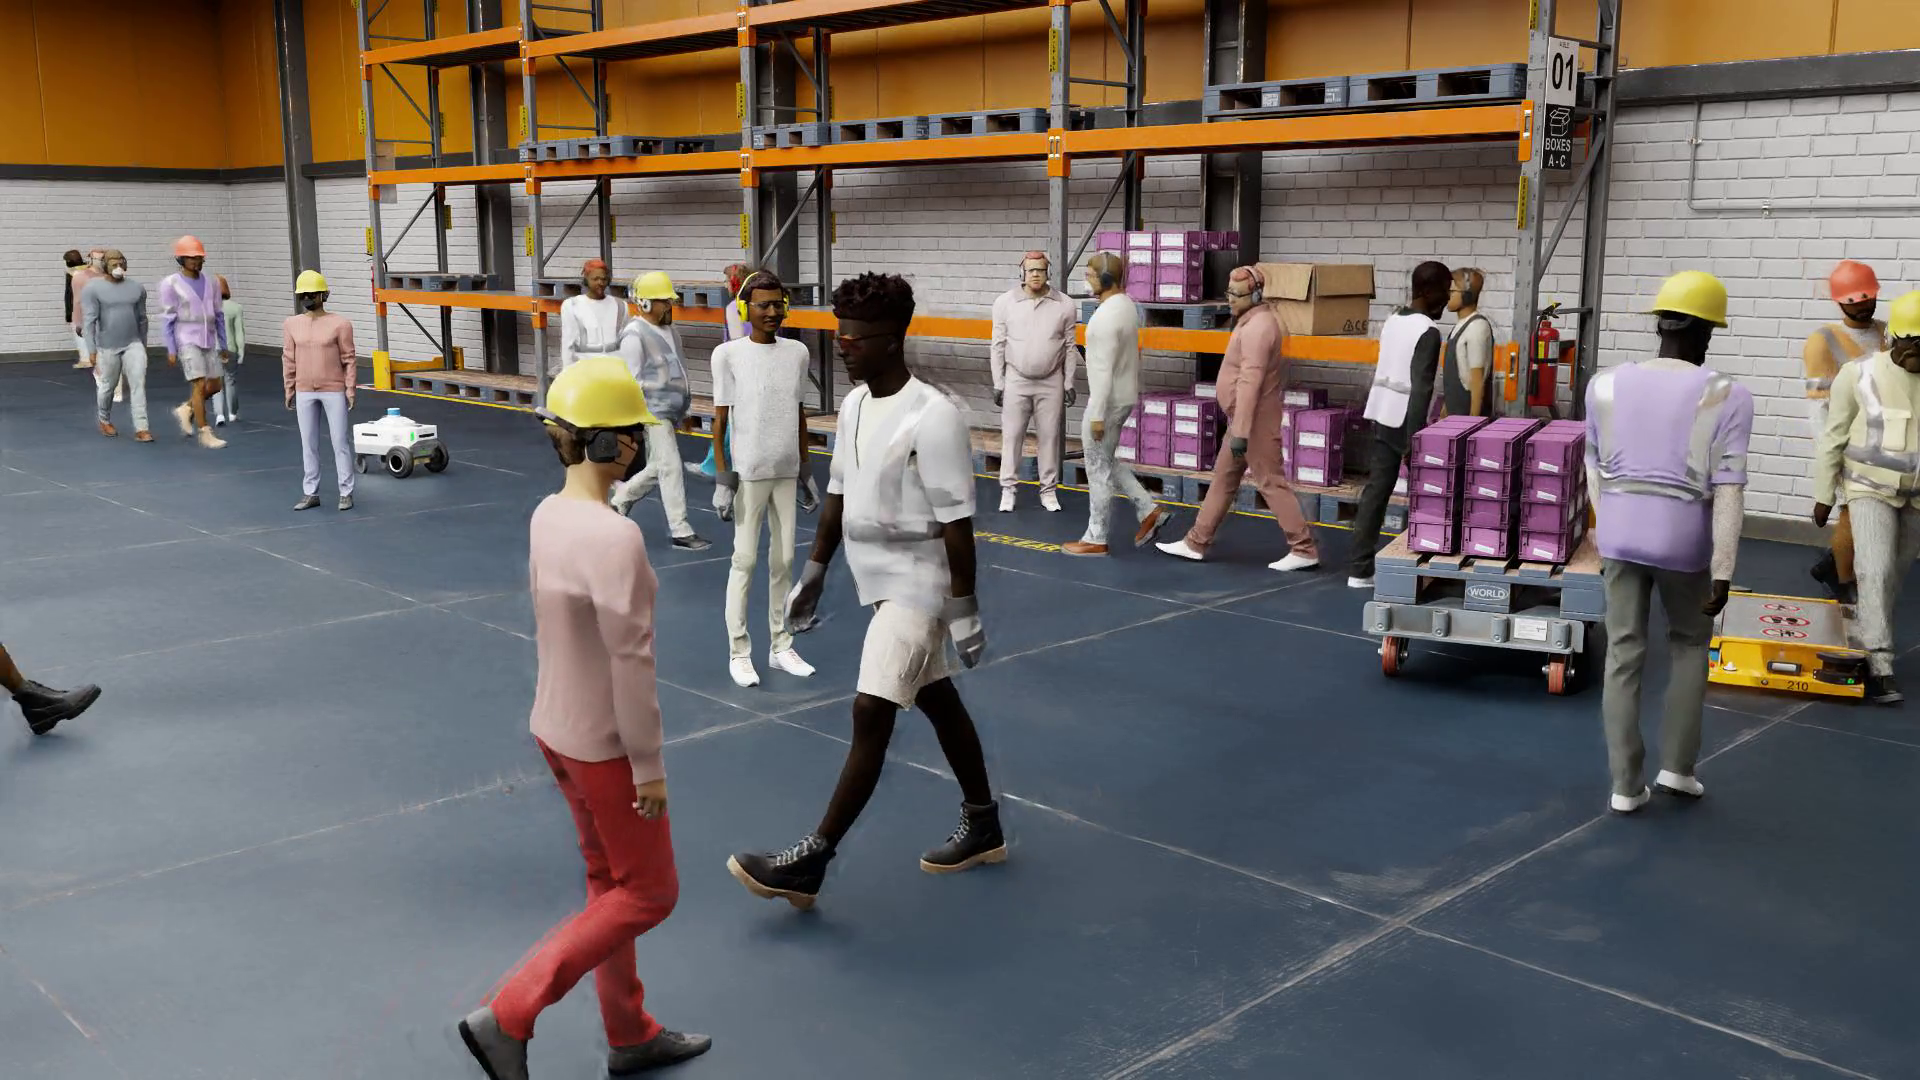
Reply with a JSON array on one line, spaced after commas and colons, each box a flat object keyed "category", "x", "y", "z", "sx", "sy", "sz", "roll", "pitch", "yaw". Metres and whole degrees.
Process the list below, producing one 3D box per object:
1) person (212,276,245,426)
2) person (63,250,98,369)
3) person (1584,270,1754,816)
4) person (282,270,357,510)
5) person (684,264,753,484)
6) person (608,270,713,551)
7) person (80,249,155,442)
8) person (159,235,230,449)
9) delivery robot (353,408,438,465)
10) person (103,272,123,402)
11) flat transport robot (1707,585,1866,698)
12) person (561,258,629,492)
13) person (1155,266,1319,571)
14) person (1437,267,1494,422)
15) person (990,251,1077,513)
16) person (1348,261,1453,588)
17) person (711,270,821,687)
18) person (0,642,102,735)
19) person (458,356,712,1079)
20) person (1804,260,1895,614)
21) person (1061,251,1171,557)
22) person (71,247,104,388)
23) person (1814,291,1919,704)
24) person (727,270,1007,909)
[{"category": "person", "x": -7.937, "y": -2.030, "z": 17.852, "sx": 0.503, "sy": 1.589, "sz": 0.862, "roll": -5, "pitch": 12, "yaw": -26}, {"category": "person", "x": -13.303, "y": -3.497, "z": 25.296, "sx": 0.438, "sy": 1.812, "sz": 0.669, "roll": 5, "pitch": 11, "yaw": 24}, {"category": "person", "x": 2.471, "y": 0.014, "z": 5.862, "sx": 0.579, "sy": 1.897, "sz": 0.595, "roll": 8, "pitch": 13, "yaw": 37}, {"category": "person", "x": -4.712, "y": -1.091, "z": 12.243, "sx": 0.533, "sy": 1.767, "sz": 0.312, "roll": 0, "pitch": 10, "yaw": 0}, {"category": "person", "x": -1.765, "y": -1.314, "z": 13.401, "sx": 0.981, "sy": 1.781, "sz": 0.599, "roll": 5, "pitch": 11, "yaw": 24}, {"category": "person", "x": -2.003, "y": -0.836, "z": 10.762, "sx": 0.805, "sy": 1.805, "sz": 0.596, "roll": 3, "pitch": 11, "yaw": 15}, {"category": "person", "x": -8.349, "y": -1.930, "z": 16.463, "sx": 0.988, "sy": 1.899, "sz": 0.644, "roll": 9, "pitch": 14, "yaw": 41}, {"category": "person", "x": -7.331, "y": -1.884, "z": 15.860, "sx": 0.695, "sy": 2.023, "sz": 0.632, "roll": 6, "pitch": 12, "yaw": 28}, {"category": "delivery robot", "x": -4.796, "y": -0.875, "z": 14.116, "sx": 0.707, "sy": 0.478, "sz": 0.477, "roll": 5, "pitch": 12, "yaw": 25}, {"category": "person", "x": -10.296, "y": -2.508, "z": 20.333, "sx": 0.274, "sy": 1.631, "sz": 0.507, "roll": 8, "pitch": 13, "yaw": 37}, {"category": "flat transport robot", "x": 3.890, "y": 0.456, "z": 7.884, "sx": 0.652, "sy": 0.197, "sz": 1.431, "roll": 5, "pitch": 11, "yaw": 25}, {"category": "person", "x": -2.937, "y": -1.338, "z": 13.376, "sx": 0.587, "sy": 1.852, "sz": 0.910, "roll": -6, "pitch": 12, "yaw": -29}, {"category": "person", "x": 1.724, "y": -0.721, "z": 10.036, "sx": 1.014, "sy": 1.843, "sz": 0.677, "roll": 2, "pitch": 11, "yaw": 11}, {"category": "person", "x": 3.056, "y": -0.753, "z": 10.222, "sx": 0.403, "sy": 1.829, "sz": 0.518, "roll": 2, "pitch": 11, "yaw": 11}, {"category": "person", "x": 0.545, "y": -1.149, "z": 12.173, "sx": 0.643, "sy": 1.910, "sz": 0.400, "roll": -1, "pitch": 10, "yaw": -3}, {"category": "person", "x": 2.645, "y": -0.649, "z": 9.549, "sx": 0.914, "sy": 1.865, "sz": 0.593, "roll": -3, "pitch": 11, "yaw": -15}, {"category": "person", "x": -0.872, "y": -0.280, "z": 7.542, "sx": 0.539, "sy": 1.869, "sz": 0.313, "roll": -8, "pitch": 13, "yaw": -36}, {"category": "person", "x": -4.022, "y": -0.119, "z": 6.601, "sx": 0.972, "sy": 1.884, "sz": 0.572, "roll": -3, "pitch": 11, "yaw": -18}, {"category": "person", "x": -0.868, "y": 0.456, "z": 3.825, "sx": 0.559, "sy": 1.752, "sz": 0.538, "roll": -6, "pitch": 12, "yaw": -31}, {"category": "person", "x": 4.719, "y": -0.523, "z": 8.809, "sx": 0.596, "sy": 1.898, "sz": 0.483, "roll": -3, "pitch": 11, "yaw": -15}, {"category": "person", "x": 0.961, "y": -0.830, "z": 10.379, "sx": 0.572, "sy": 1.928, "sz": 0.647, "roll": 3, "pitch": 11, "yaw": 17}, {"category": "person", "x": -11.172, "y": -2.855, "z": 21.594, "sx": 0.893, "sy": 1.874, "sz": 0.657, "roll": 8, "pitch": 13, "yaw": 36}, {"category": "person", "x": 4.131, "y": -0.188, "z": 7.270, "sx": 0.626, "sy": 1.773, "sz": 0.820, "roll": 1, "pitch": 10, "yaw": 6}, {"category": "person", "x": -0.269, "y": 0.150, "z": 5.069, "sx": 1.025, "sy": 1.906, "sz": 0.607, "roll": -5, "pitch": 11, "yaw": -25}]
